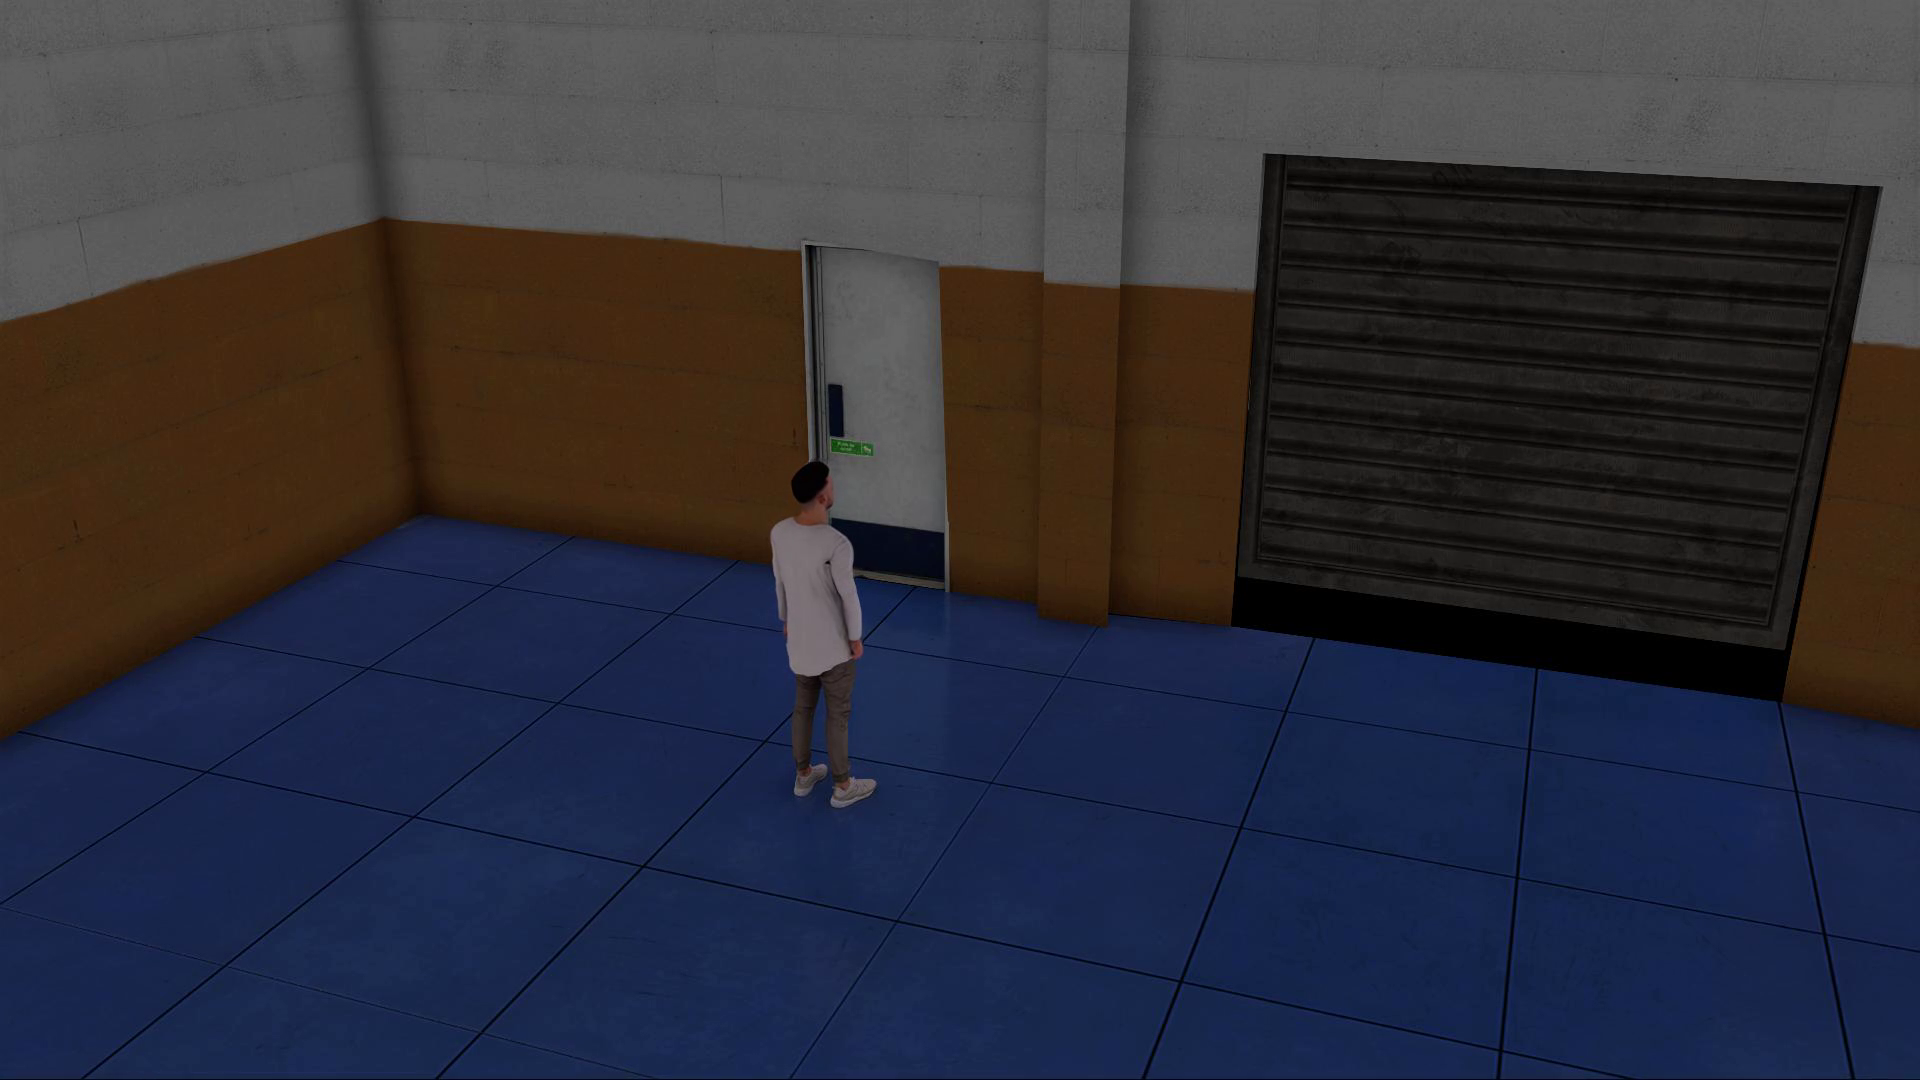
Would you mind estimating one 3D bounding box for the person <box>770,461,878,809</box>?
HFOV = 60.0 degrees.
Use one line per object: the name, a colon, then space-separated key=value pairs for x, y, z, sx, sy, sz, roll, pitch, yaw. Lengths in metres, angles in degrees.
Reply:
person: x=-0.704 y=0.470 z=8.384 sx=0.593 sy=1.840 sz=0.783 roll=14 pitch=26 yaw=32
